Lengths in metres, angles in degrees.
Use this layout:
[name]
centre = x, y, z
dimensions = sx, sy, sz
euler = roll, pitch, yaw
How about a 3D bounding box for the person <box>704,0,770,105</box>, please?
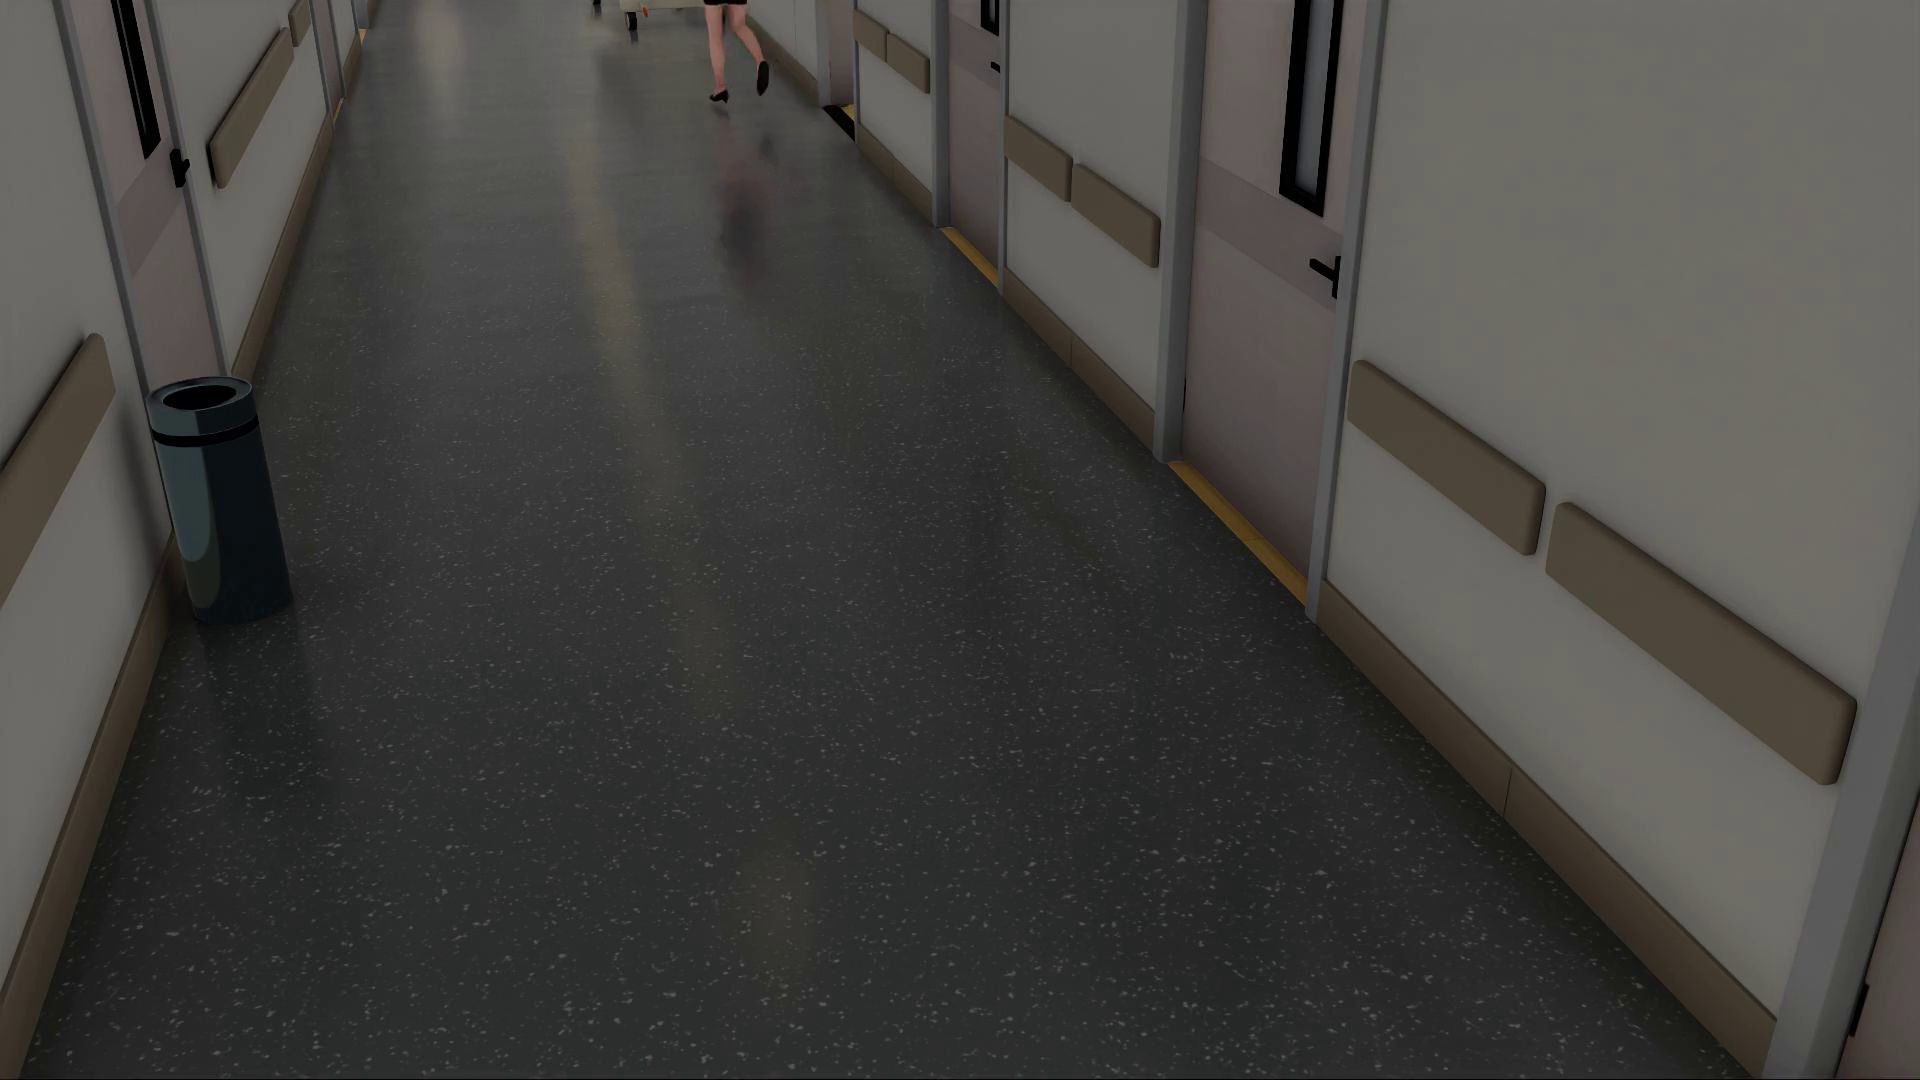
[person]
centre = -1.638, -4.058, 12.068
dimensions = 0.992, 1.811, 0.911
euler = -21, 33, -37
